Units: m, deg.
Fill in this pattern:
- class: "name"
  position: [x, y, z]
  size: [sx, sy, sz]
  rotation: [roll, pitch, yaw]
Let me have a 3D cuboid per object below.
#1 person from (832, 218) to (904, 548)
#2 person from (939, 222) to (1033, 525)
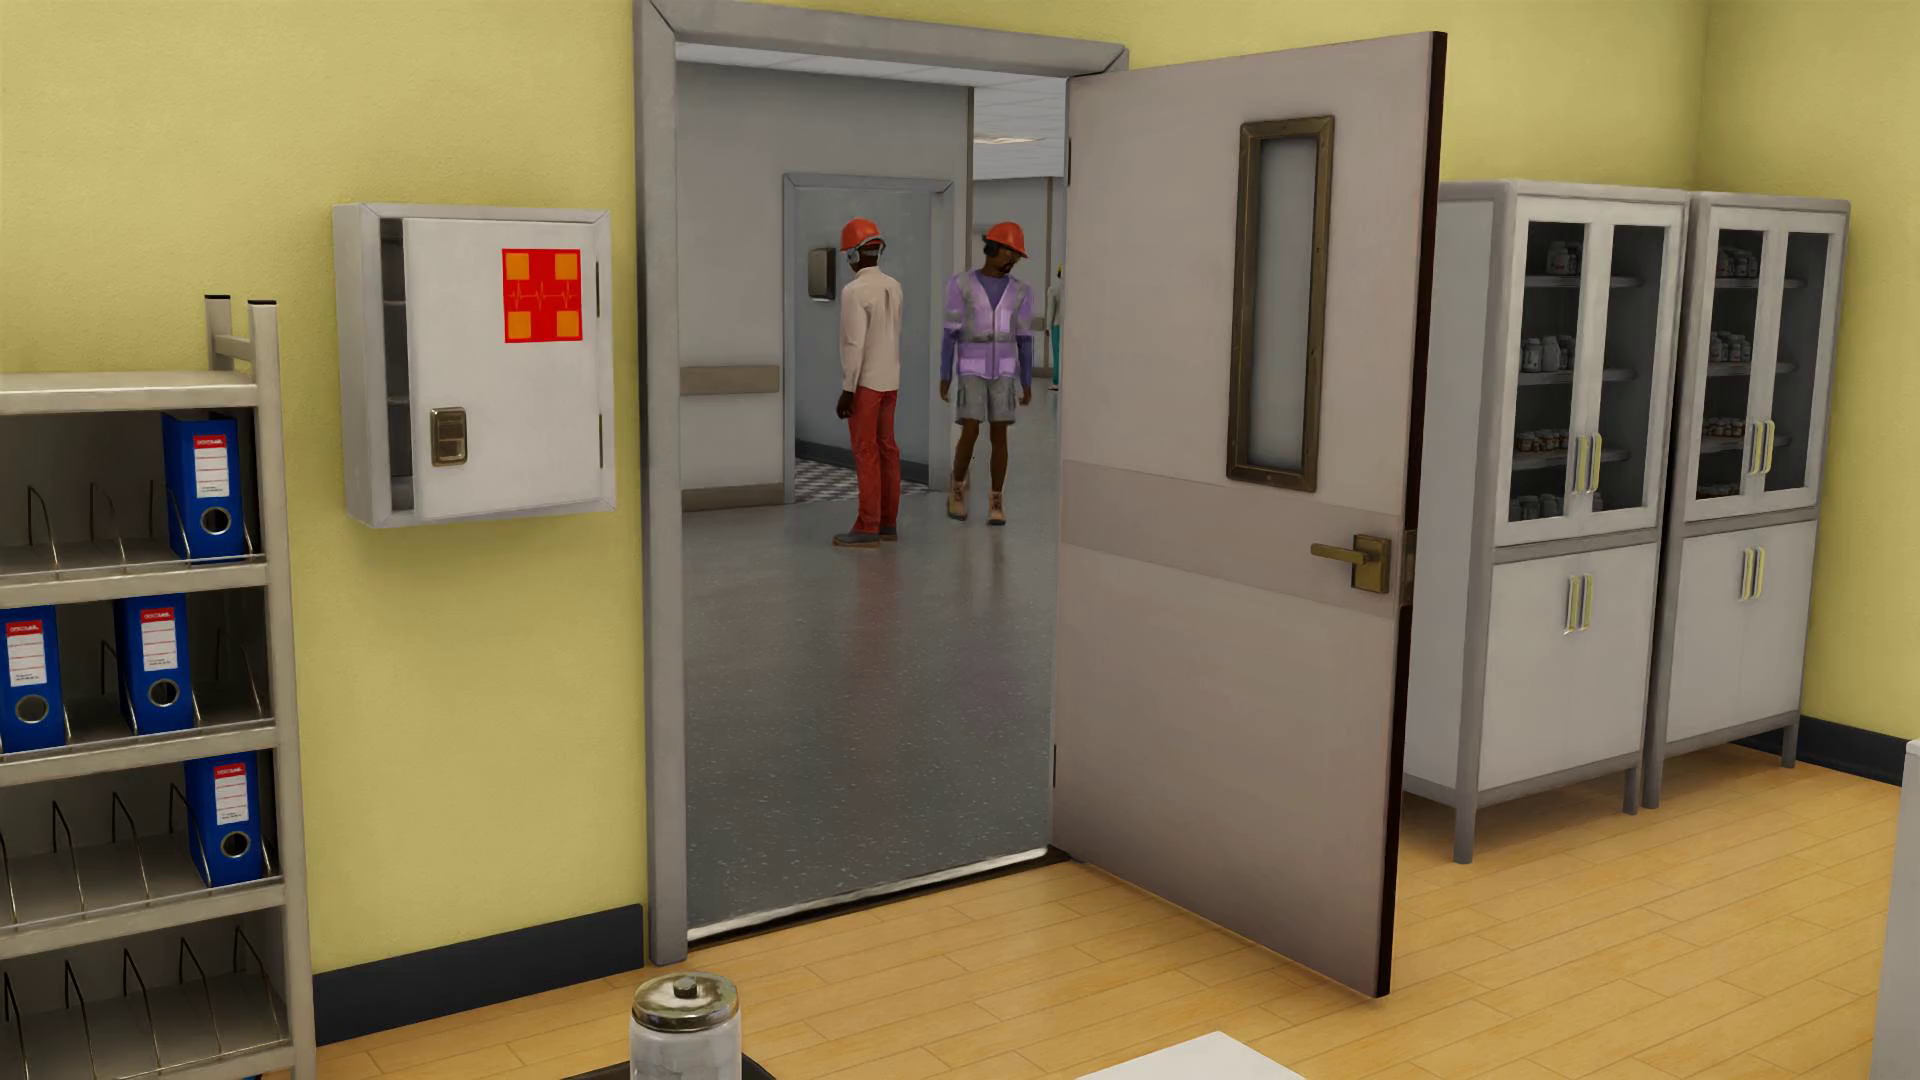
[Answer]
- class: "person"
  position: [-0.570, -0.946, 10.118]
  size: [0.391, 1.989, 0.610]
  rotation: [5, 11, 26]
- class: "person"
  position: [0.186, -1.099, 11.047]
  size: [0.653, 2.005, 0.425]
  rotation: [-2, 10, -18]
